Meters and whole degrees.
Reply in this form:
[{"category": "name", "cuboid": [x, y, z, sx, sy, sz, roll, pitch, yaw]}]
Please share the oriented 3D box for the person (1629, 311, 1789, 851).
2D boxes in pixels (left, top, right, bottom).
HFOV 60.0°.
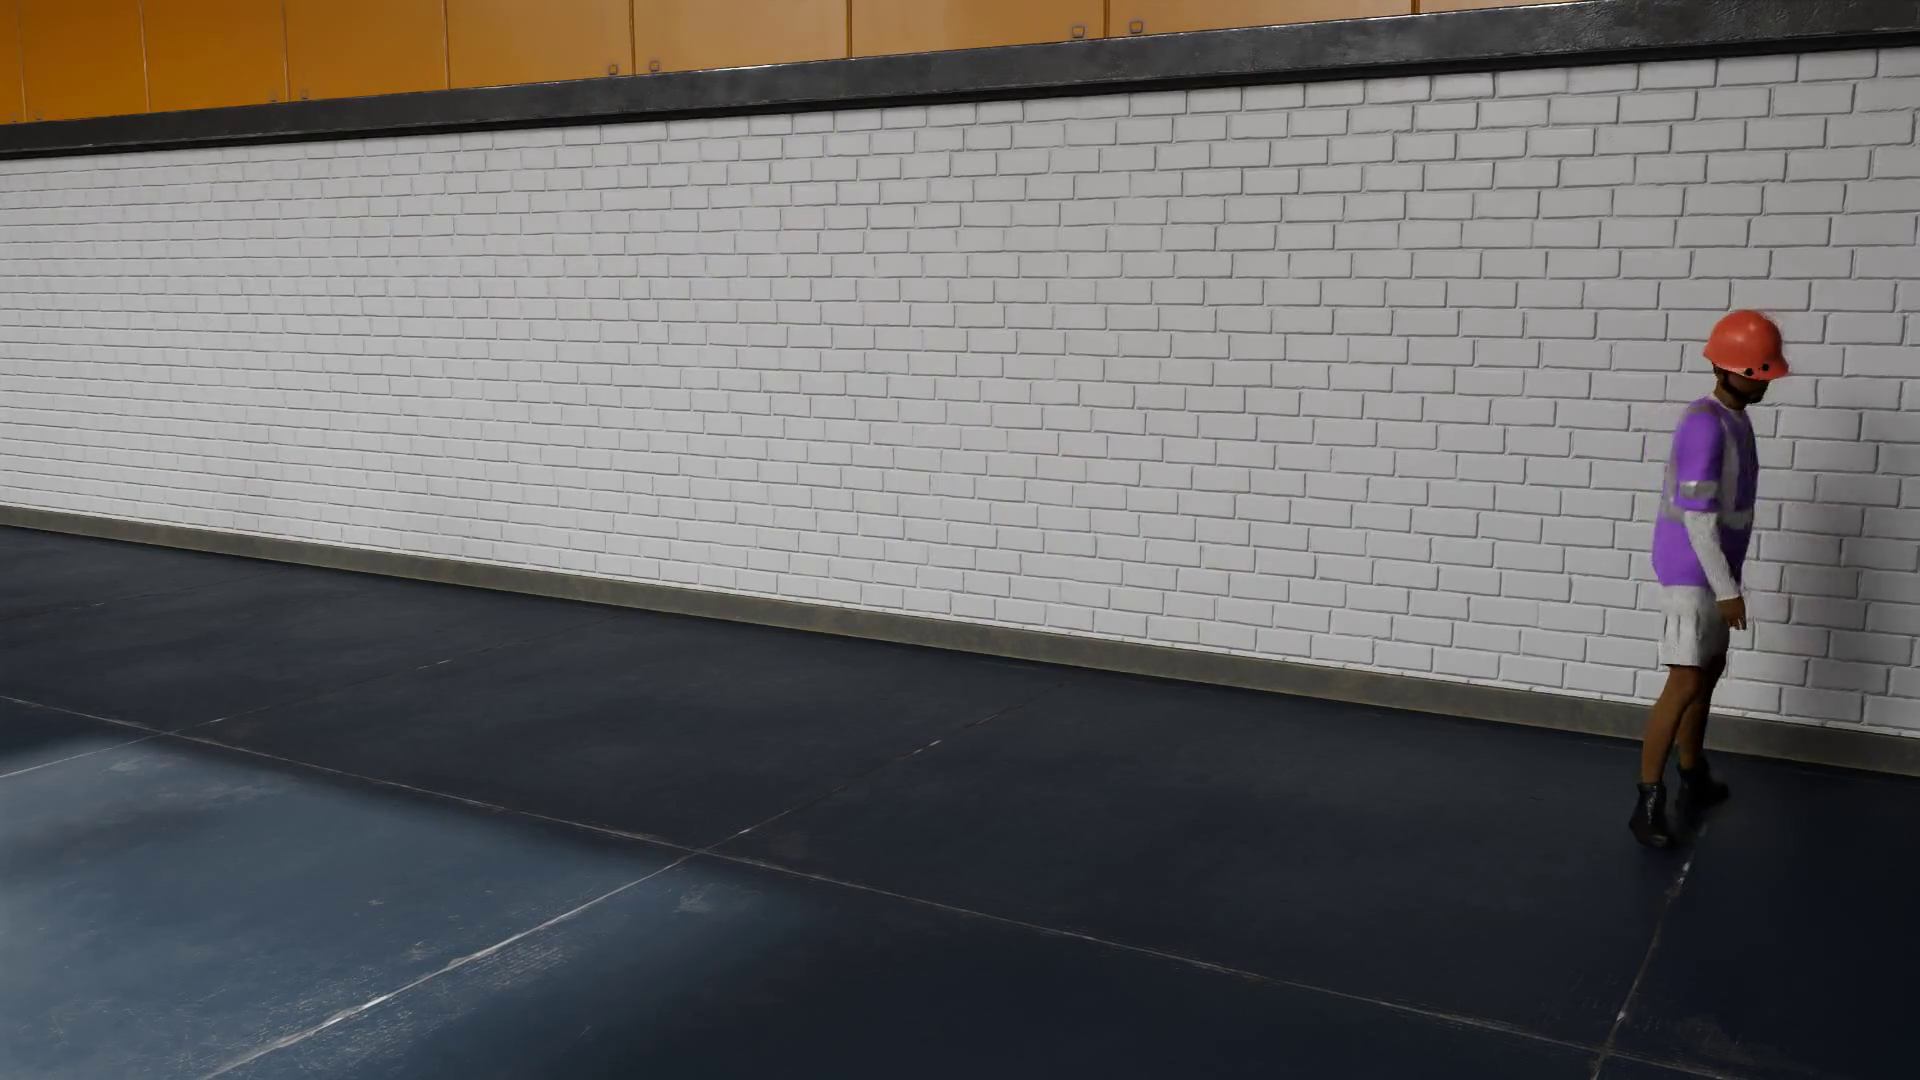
[{"category": "person", "cuboid": [2.743, 0.126, 6.029, 0.415, 1.898, 0.785, 7, 12, 38]}]
